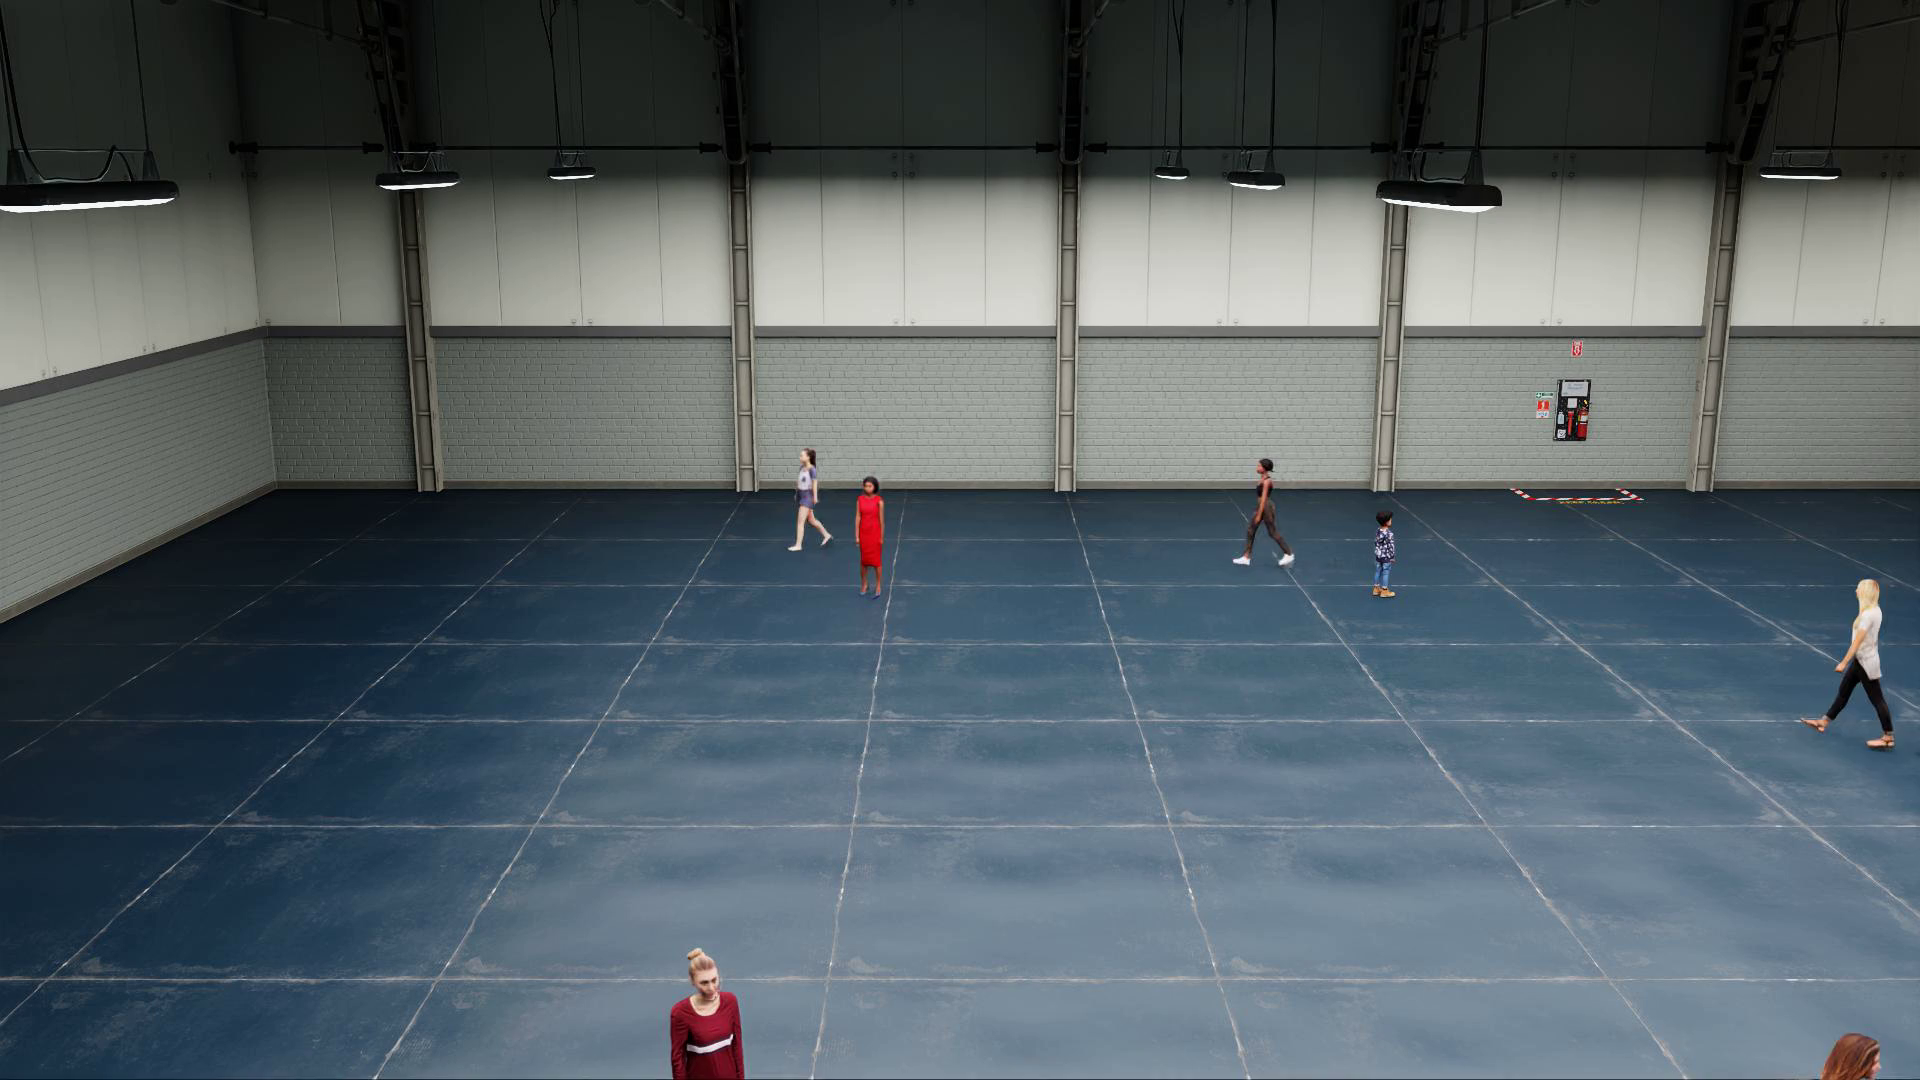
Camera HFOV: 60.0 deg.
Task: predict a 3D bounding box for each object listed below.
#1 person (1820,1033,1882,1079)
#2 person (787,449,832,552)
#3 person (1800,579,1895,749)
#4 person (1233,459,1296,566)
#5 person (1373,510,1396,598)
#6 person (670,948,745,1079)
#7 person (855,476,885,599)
[{"bbox_3d":[4.527,3.392,8.825,0.805,1.750,0.711,6,15,26],"label":"person"},{"bbox_3d":[-2.366,-0.640,26.541,1.127,1.613,0.917,-7,15,-27],"label":"person"},{"bbox_3d":[9.692,1.347,17.589,1.218,1.781,0.975,7,15,27],"label":"person"},{"bbox_3d":[4.741,-0.389,25.354,1.148,1.659,0.578,0,13,-2],"label":"person"},{"bbox_3d":[6.061,0.187,23.775,0.619,1.251,0.582,-8,15,-30],"label":"person"},{"bbox_3d":[-1.473,3.209,9.733,0.643,1.698,0.739,-10,16,-36],"label":"person"},{"bbox_3d":[-1.270,-0.051,23.710,0.520,1.744,0.677,3,13,14],"label":"person"}]
